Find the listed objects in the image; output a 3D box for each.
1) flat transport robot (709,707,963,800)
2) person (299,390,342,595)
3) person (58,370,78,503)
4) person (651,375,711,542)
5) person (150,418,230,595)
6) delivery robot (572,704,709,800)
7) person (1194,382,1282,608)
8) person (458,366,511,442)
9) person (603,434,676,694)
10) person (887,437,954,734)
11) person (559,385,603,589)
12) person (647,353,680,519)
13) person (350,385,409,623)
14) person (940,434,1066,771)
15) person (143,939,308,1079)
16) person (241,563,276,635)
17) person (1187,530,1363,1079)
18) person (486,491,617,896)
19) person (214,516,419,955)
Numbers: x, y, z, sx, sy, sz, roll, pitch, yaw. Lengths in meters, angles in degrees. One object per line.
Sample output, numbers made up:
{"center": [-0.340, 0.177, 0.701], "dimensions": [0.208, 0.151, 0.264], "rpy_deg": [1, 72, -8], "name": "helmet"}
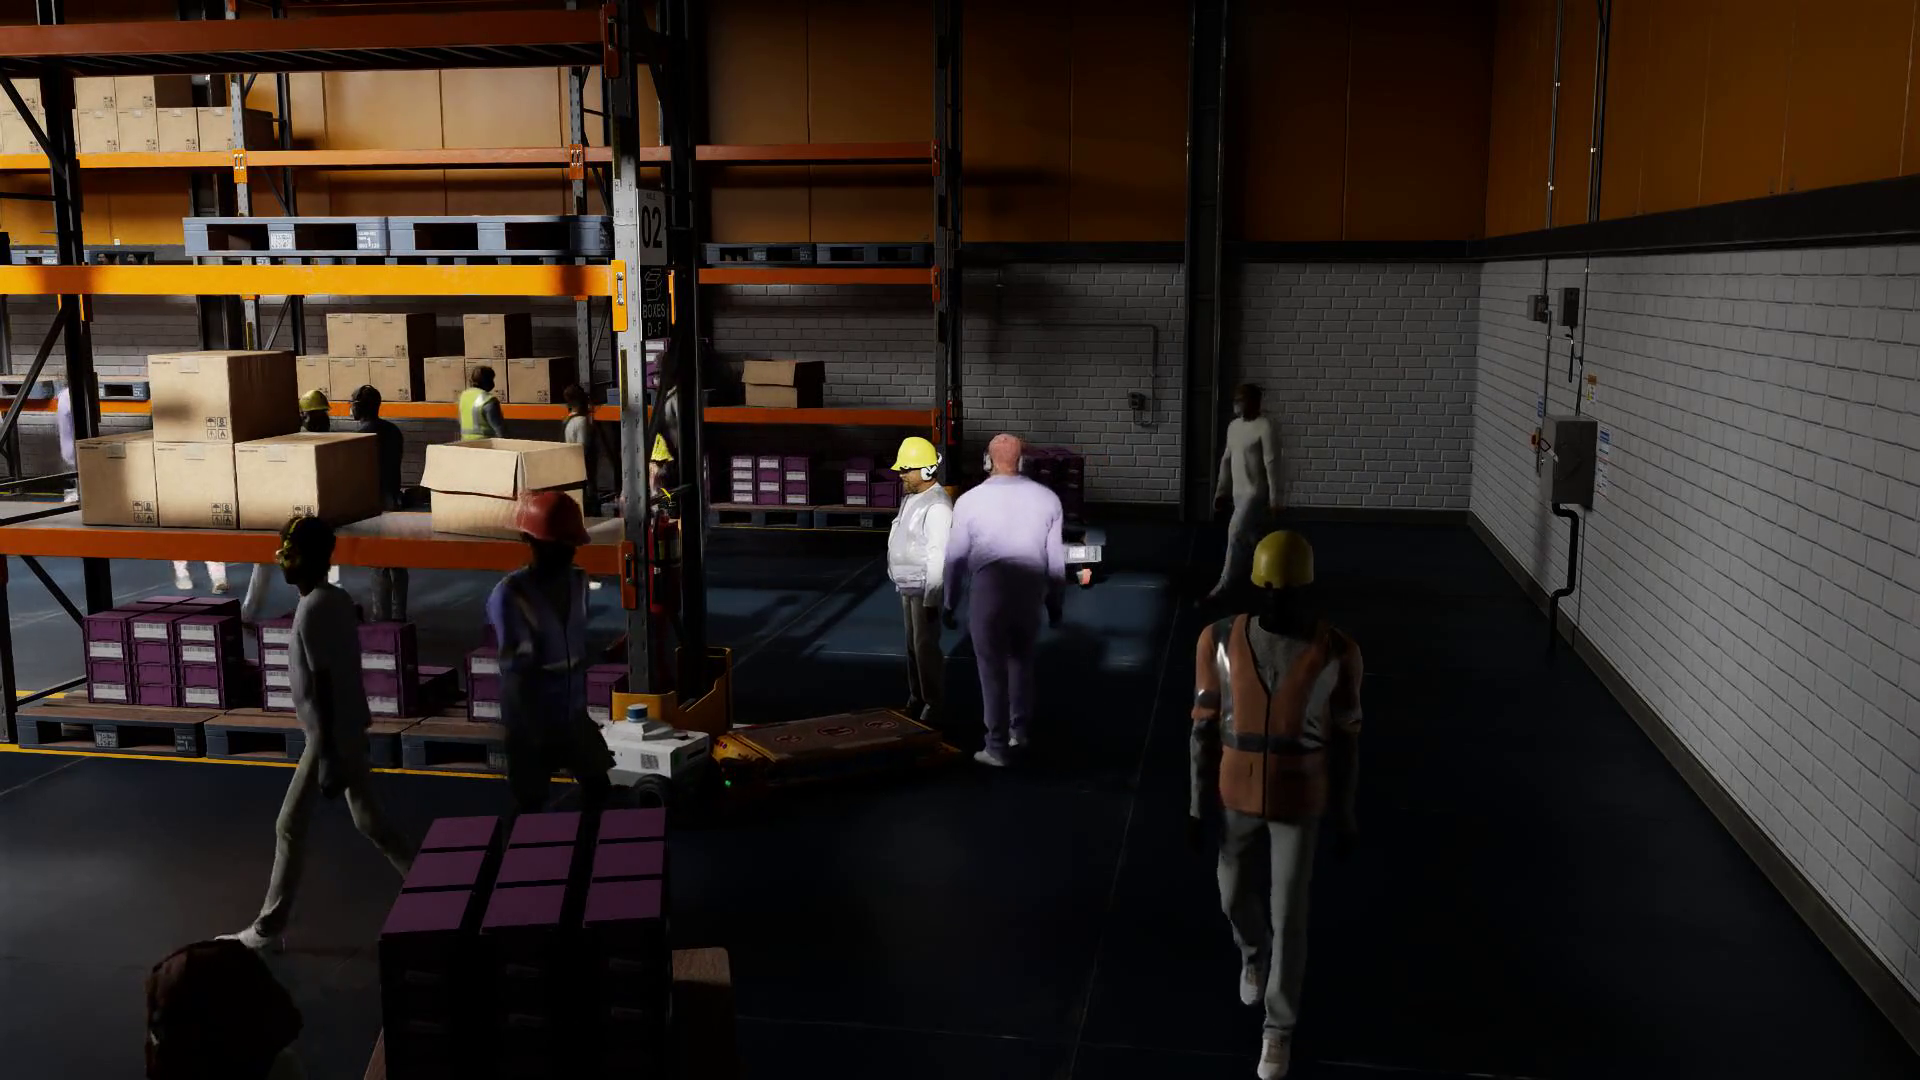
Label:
{"center": [-0.759, 1.171, 9.284], "dimensions": [1.431, 0.197, 0.652], "rpy_deg": [-6, 11, -31], "name": "flat transport robot"}
{"center": [-5.264, -0.316, 13.676], "dimensions": [0.404, 1.837, 0.596], "rpy_deg": [5, 11, 31], "name": "person"}
{"center": [-8.723, -0.808, 16.455], "dimensions": [0.650, 1.927, 0.651], "rpy_deg": [-7, 12, -38], "name": "person"}
{"center": [-2.943, -0.824, 17.027], "dimensions": [0.796, 1.792, 0.651], "rpy_deg": [-2, 9, -15], "name": "person"}
{"center": [-6.670, -0.489, 14.424], "dimensions": [0.613, 1.938, 1.024], "rpy_deg": [-6, 11, -34], "name": "person"}
{"center": [-1.664, 1.094, 8.606], "dimensions": [0.707, 0.478, 0.477], "rpy_deg": [4, 10, 23], "name": "delivery robot"}
{"center": [2.469, -0.383, 13.977], "dimensions": [1.048, 1.894, 0.642], "rpy_deg": [-3, 10, -20], "name": "person"}
{"center": [-4.876, -0.923, 17.524], "dimensions": [0.764, 1.818, 0.633], "rpy_deg": [-8, 12, -41], "name": "person"}
{"center": [-2.055, 0.168, 10.907], "dimensions": [0.578, 1.750, 0.539], "rpy_deg": [1, 9, 6], "name": "person"}
{"center": [-0.233, 0.282, 10.032], "dimensions": [0.404, 1.820, 0.593], "rpy_deg": [-3, 10, -16], "name": "person"}
{"center": [-3.378, -0.454, 14.669], "dimensions": [0.364, 1.811, 0.558], "rpy_deg": [-4, 10, -25], "name": "person"}
{"center": [-2.840, -0.834, 16.259], "dimensions": [0.537, 2.000, 0.724], "rpy_deg": [-4, 10, -25], "name": "person"}
{"center": [-4.488, -0.221, 12.768], "dimensions": [0.373, 1.941, 0.627], "rpy_deg": [2, 9, 11], "name": "person"}
{"center": [0.243, 0.344, 9.434], "dimensions": [0.682, 1.875, 0.544], "rpy_deg": [-3, 10, -20], "name": "person"}
{"center": [-1.279, 1.515, 3.125], "dimensions": [0.875, 1.587, 0.514], "rpy_deg": [-2, 9, -14], "name": "person"}
{"center": [-5.207, -0.161, 12.718], "dimensions": [0.963, 1.828, 0.605], "rpy_deg": [5, 10, 26], "name": "person"}
{"center": [1.136, 0.894, 5.981], "dimensions": [0.593, 1.911, 0.778], "rpy_deg": [4, 10, 21], "name": "person"}
{"center": [-1.660, 0.737, 6.909], "dimensions": [0.695, 1.905, 0.554], "rpy_deg": [6, 11, 34], "name": "person"}
{"center": [-2.563, 0.809, 6.806], "dimensions": [0.975, 1.819, 0.538], "rpy_deg": [0, 9, -3], "name": "person"}
